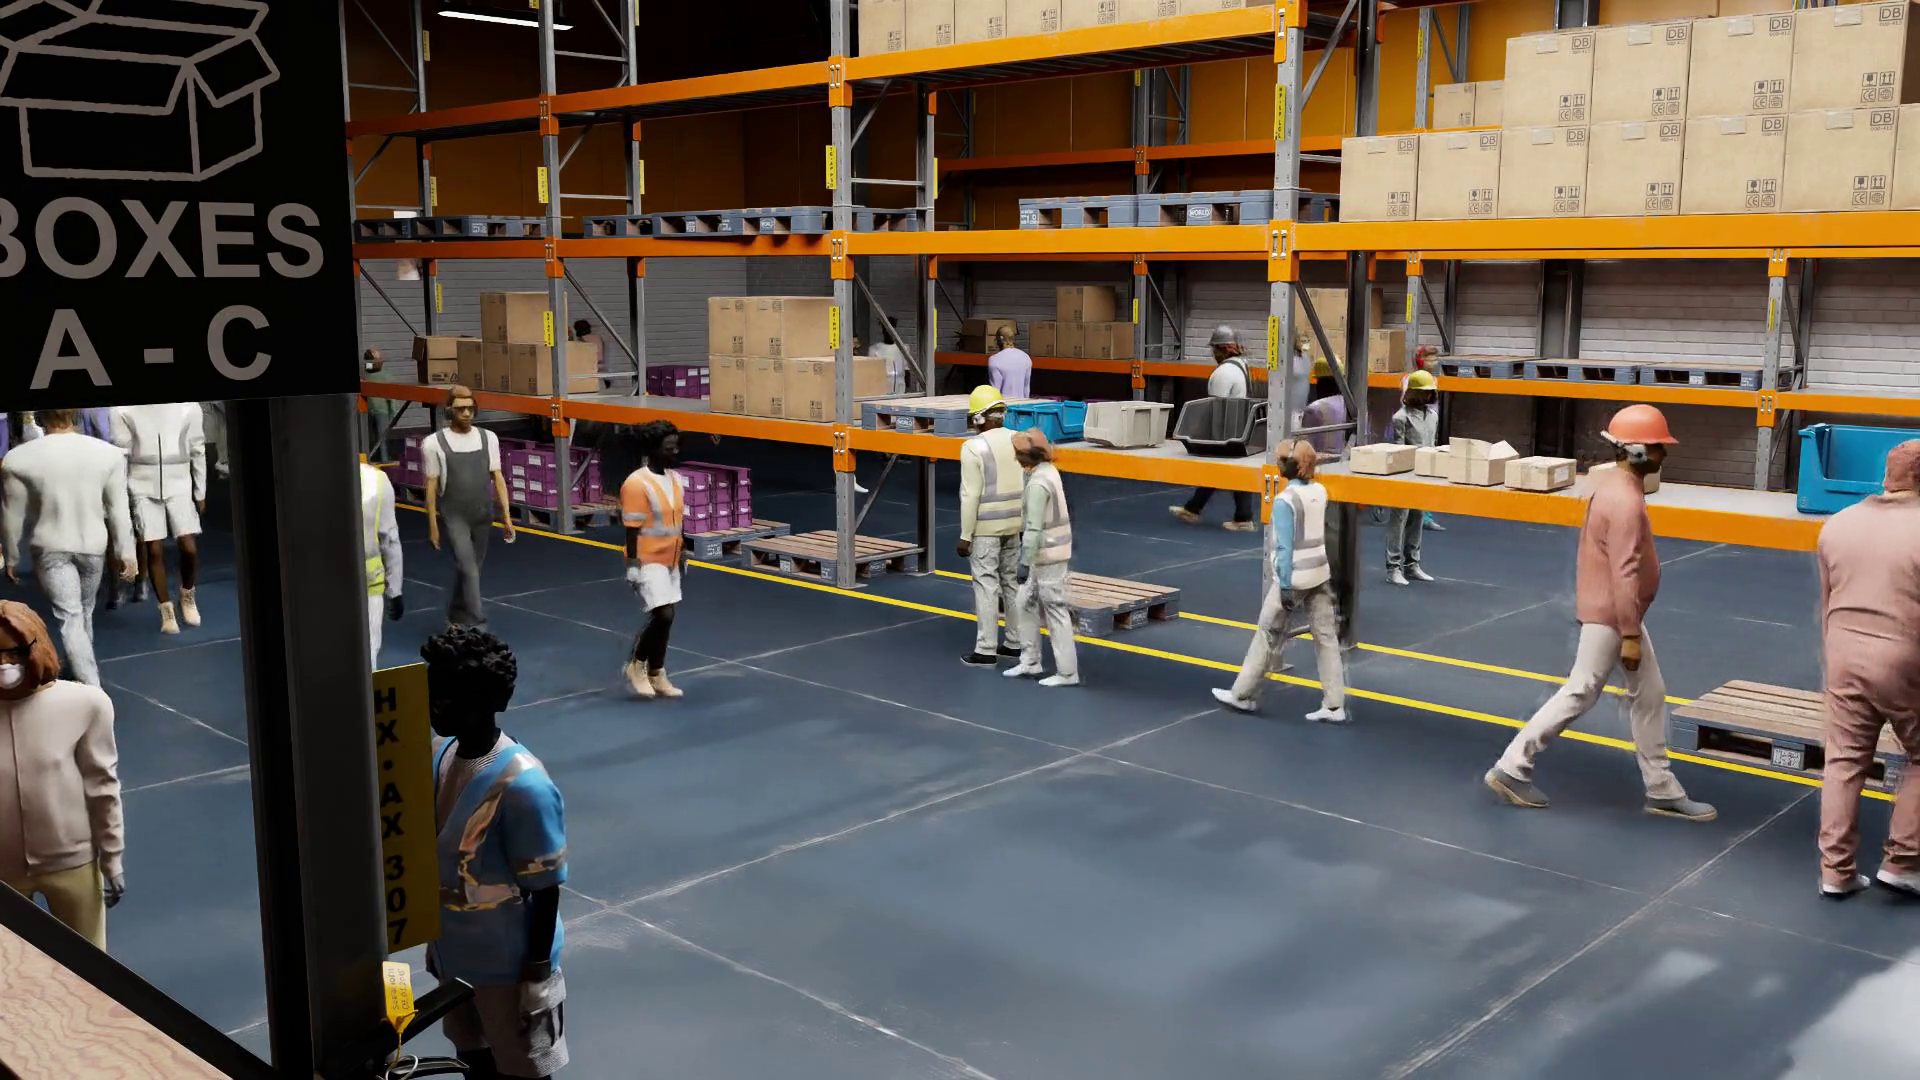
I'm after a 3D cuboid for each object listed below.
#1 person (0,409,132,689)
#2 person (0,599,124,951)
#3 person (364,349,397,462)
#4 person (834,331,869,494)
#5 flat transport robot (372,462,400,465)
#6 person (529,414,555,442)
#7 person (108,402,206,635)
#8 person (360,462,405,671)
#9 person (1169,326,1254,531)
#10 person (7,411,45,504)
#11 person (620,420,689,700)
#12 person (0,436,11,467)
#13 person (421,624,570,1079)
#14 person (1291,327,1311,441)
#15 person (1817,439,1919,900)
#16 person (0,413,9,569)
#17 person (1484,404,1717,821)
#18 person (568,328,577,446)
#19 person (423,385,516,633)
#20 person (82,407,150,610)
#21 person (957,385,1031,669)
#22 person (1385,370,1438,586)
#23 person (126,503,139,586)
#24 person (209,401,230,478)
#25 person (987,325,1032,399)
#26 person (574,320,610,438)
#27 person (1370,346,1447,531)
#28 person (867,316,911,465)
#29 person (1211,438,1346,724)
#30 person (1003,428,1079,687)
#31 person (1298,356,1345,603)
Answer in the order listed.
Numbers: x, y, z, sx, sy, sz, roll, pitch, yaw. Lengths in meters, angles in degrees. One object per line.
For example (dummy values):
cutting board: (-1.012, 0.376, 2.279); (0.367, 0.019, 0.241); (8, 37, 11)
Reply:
person: (-5.168, 0.065, 9.606); (0.647, 1.885, 1.009); (-9, 13, -43)
person: (-2.699, 0.969, 4.839); (0.496, 1.627, 0.271); (-4, 10, -25)
person: (-7.053, -1.532, 20.225); (0.520, 1.605, 0.563); (2, 10, 14)
person: (-1.254, -1.446, 18.901); (0.329, 1.872, 0.508); (6, 11, 33)
flat transport robot: (-6.650, -0.827, 19.995); (1.431, 0.197, 0.652); (-5, 11, -29)
person: (-6.205, -2.415, 24.631); (0.542, 1.939, 0.362); (8, 13, 42)
person: (-5.572, -0.336, 11.616); (0.614, 2.022, 0.422); (-5, 11, -29)
person: (-3.182, 0.270, 8.528); (0.632, 1.829, 0.438); (-5, 10, -27)
person: (2.487, -1.113, 16.335); (0.975, 2.000, 0.702); (4, 10, 22)
person: (-10.083, -1.282, 18.055); (0.658, 1.816, 0.666); (-5, 11, -29)
person: (-1.769, 0.129, 9.788); (0.371, 1.680, 0.550); (4, 10, 23)
person: (-10.587, -1.441, 18.615); (0.637, 1.960, 0.776); (9, 13, 43)
person: (-1.179, 1.043, 4.168); (0.539, 1.695, 0.319); (9, 13, 43)
person: (3.731, -1.397, 18.442); (0.454, 1.918, 0.650); (8, 12, 40)
person: (3.768, 0.534, 6.726); (0.593, 1.880, 0.671); (-5, 10, -27)
person: (-8.400, -0.746, 14.078); (0.616, 2.041, 0.379); (-1, 9, -8)
person: (2.987, 0.338, 7.731); (1.013, 1.956, 0.641); (3, 10, 20)
person: (-5.013, -1.774, 20.958); (0.511, 1.868, 0.618); (8, 12, 39)
person: (-3.308, -0.144, 11.140); (0.533, 1.804, 0.956); (-8, 12, -40)
person: (-6.302, -0.432, 12.562); (0.552, 1.903, 0.773); (-3, 10, -20)
person: (0.202, -0.090, 10.698); (0.592, 1.832, 0.404); (-9, 13, -43)
person: (3.706, -0.507, 13.528); (0.486, 1.744, 0.310); (-6, 11, -33)
person: (-6.668, -0.539, 13.477); (0.545, 1.821, 0.933); (-7, 12, -36)
person: (-8.950, -1.669, 20.295); (0.385, 1.859, 0.548); (-9, 13, -44)
person: (0.527, -1.433, 18.631); (0.627, 1.934, 0.372); (-9, 13, -43)
person: (-5.624, -2.446, 25.280); (0.844, 1.800, 0.681); (6, 11, 34)
person: (4.434, -1.000, 16.324); (0.698, 1.826, 0.568); (8, 12, 40)
person: (-0.879, -1.927, 21.631); (0.652, 1.938, 0.622); (-4, 10, -24)
person: (1.854, 0.227, 9.428); (0.833, 1.603, 0.511); (9, 13, 44)
person: (0.456, 0.111, 10.119); (0.625, 1.606, 0.575); (1, 9, 9)
person: (2.764, -0.477, 12.894); (0.590, 1.897, 0.840); (-7, 12, -38)
